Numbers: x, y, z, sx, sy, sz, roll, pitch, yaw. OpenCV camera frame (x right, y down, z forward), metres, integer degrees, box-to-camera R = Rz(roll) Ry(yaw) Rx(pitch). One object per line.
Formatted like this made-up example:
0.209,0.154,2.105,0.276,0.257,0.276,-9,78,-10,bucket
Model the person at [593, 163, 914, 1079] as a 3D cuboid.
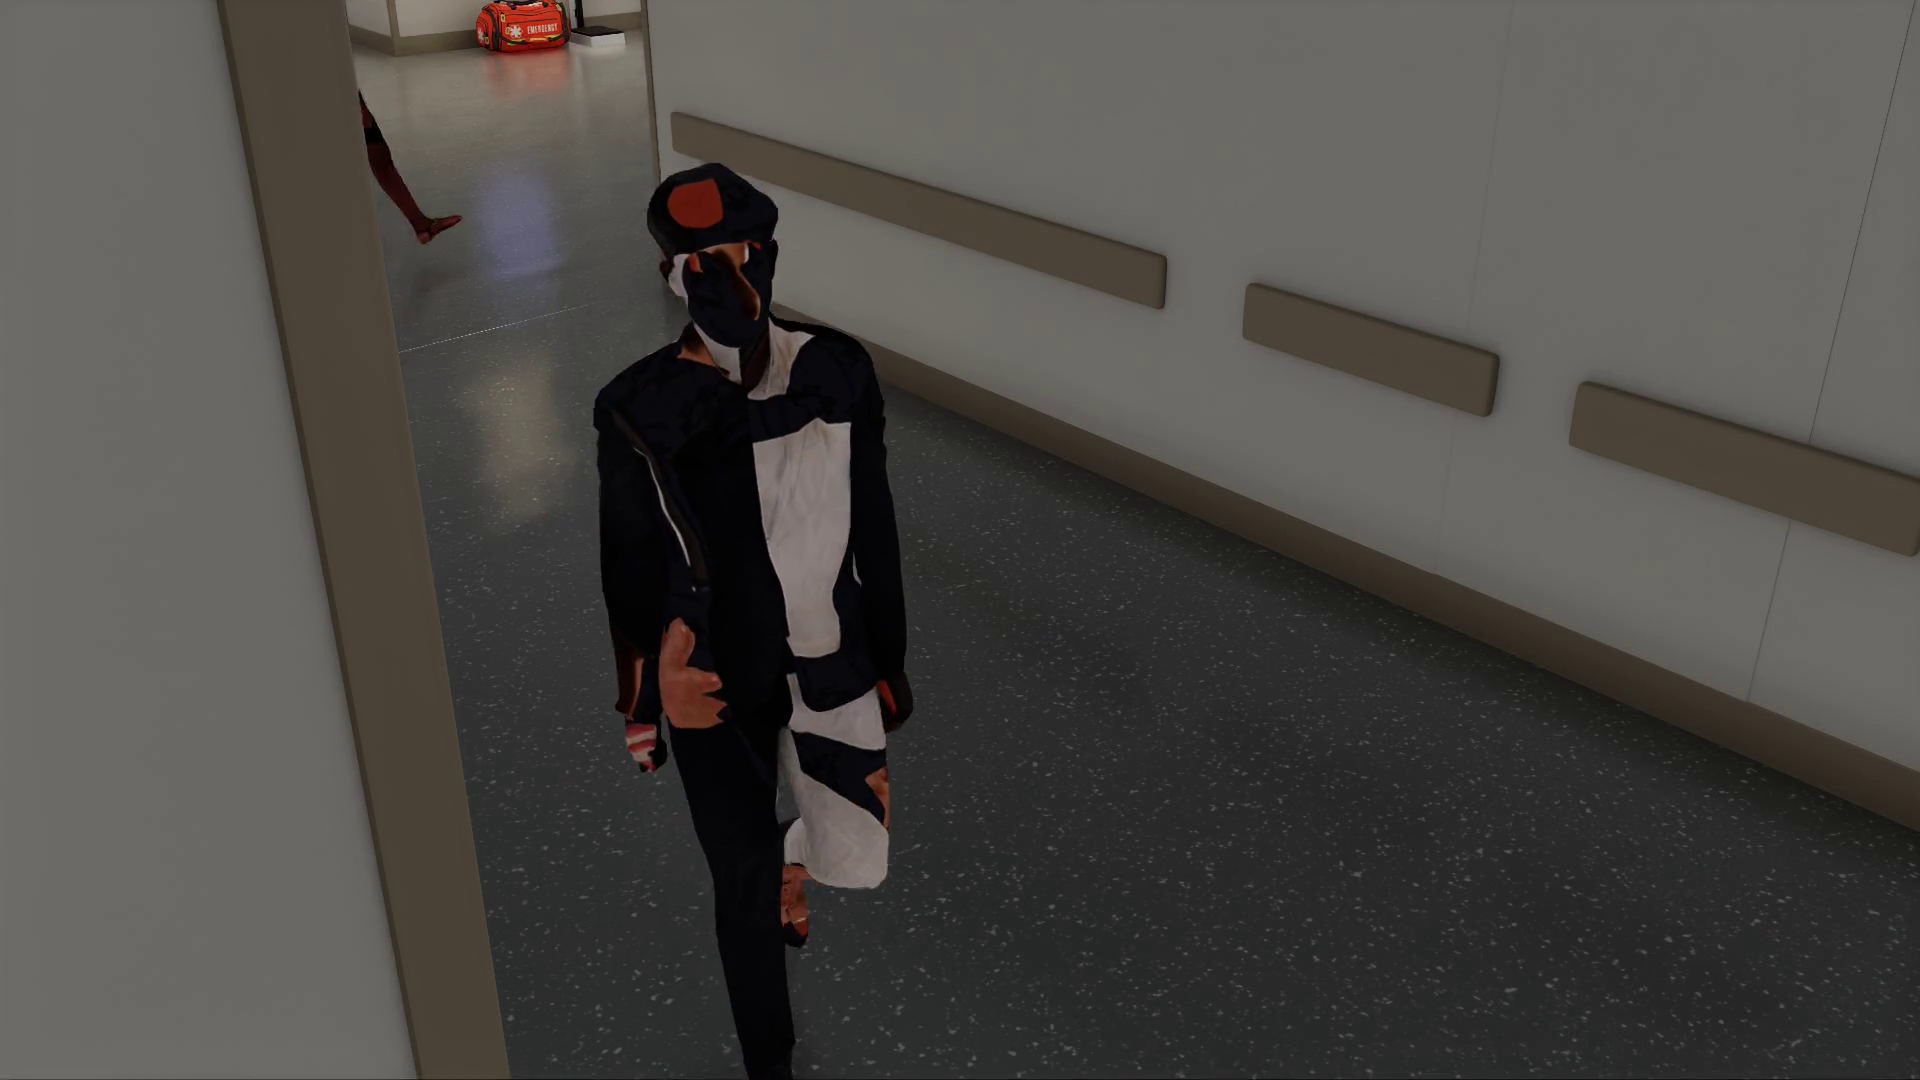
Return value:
-0.373,0.228,3.088,0.982,1.876,0.936,-10,27,-19,person
